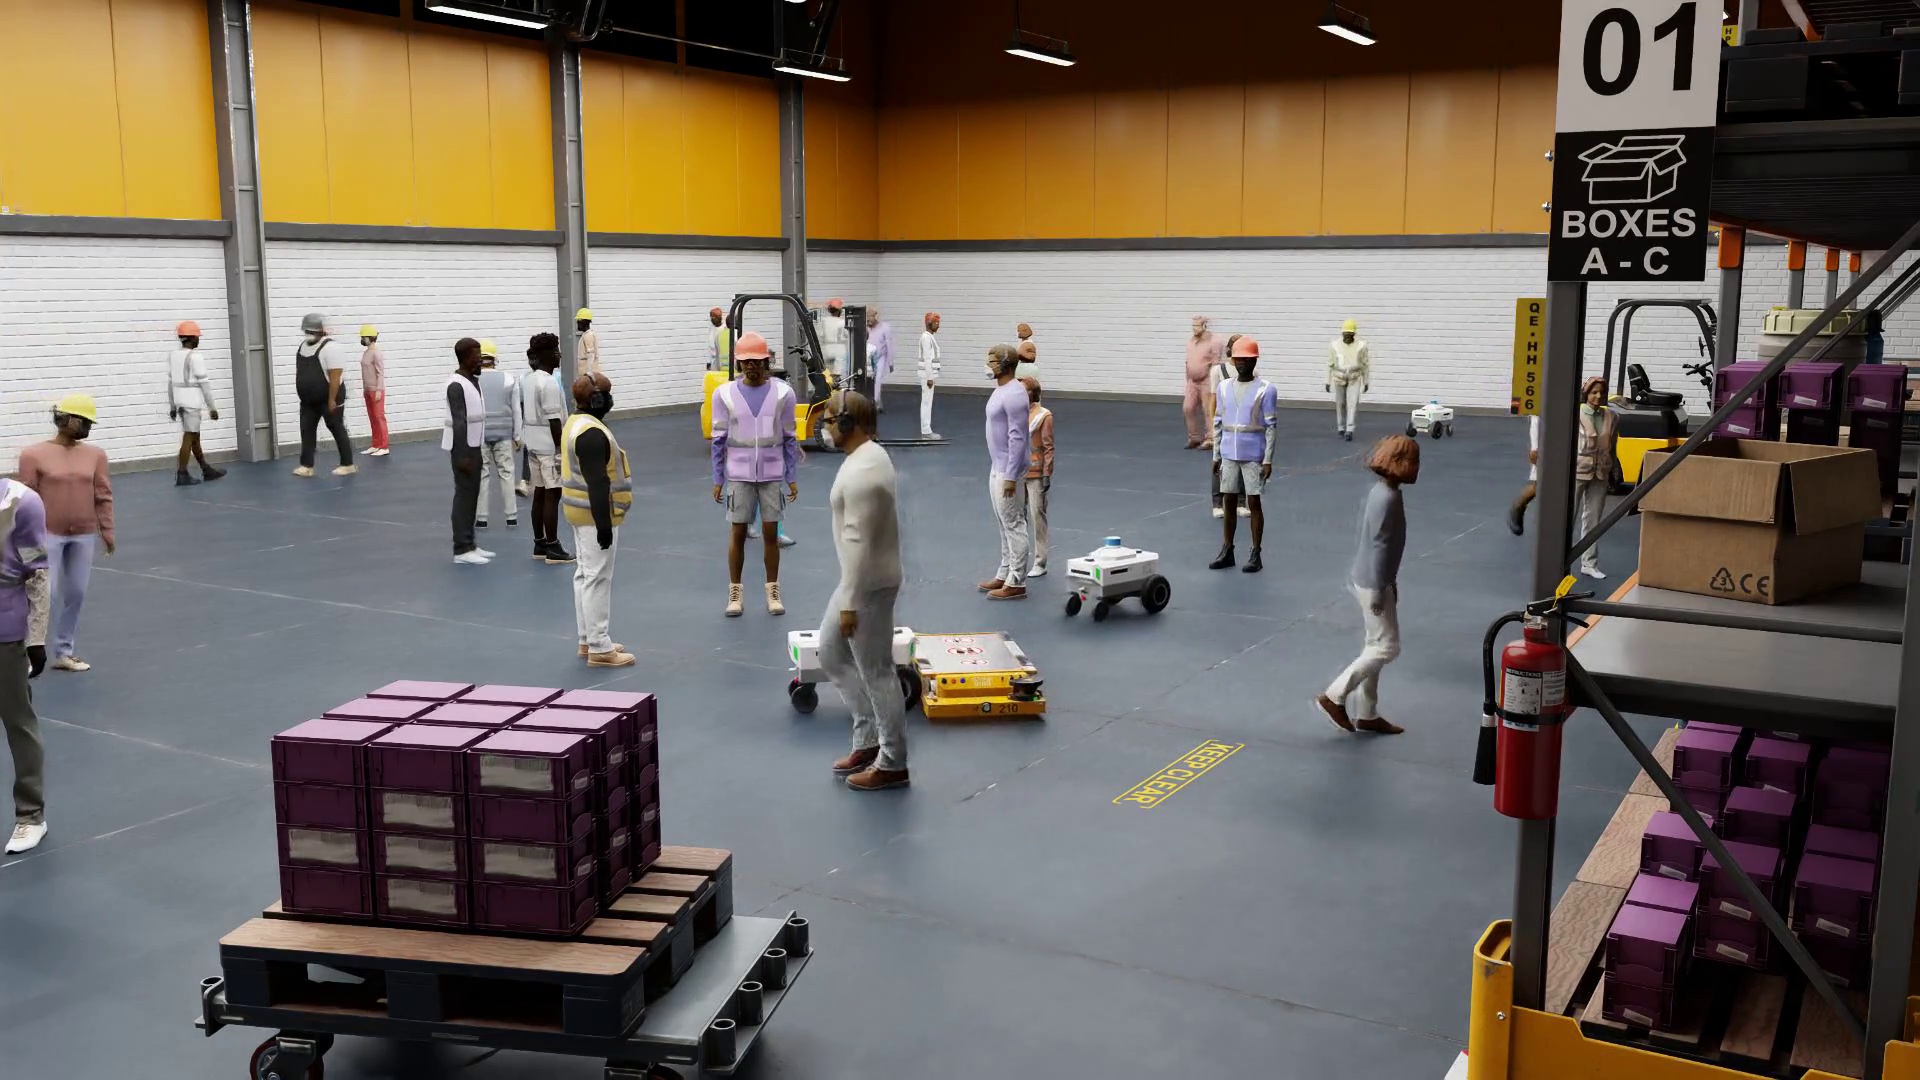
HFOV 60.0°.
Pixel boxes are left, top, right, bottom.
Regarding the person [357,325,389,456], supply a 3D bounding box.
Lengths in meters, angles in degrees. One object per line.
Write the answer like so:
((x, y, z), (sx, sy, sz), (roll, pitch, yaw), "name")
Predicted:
((-7.945, -2.018, 22.471), (0.311, 1.768, 0.532), (-8, 12, -41), "person")

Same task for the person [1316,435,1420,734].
((2.211, 0.245, 8.822), (0.396, 1.612, 0.510), (2, 9, 12), "person")

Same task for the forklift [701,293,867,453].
((-2.458, -2.344, 23.176), (2.313, 2.155, 1.214), (0, 9, -2), "forklift")

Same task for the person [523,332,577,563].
((-3.496, -0.784, 14.147), (0.367, 1.966, 0.607), (-6, 11, -34), "person")

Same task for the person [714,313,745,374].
((-3.519, -2.618, 25.972), (0.632, 1.846, 0.429), (6, 11, 32), "person")

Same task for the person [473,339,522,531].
((-4.504, -1.004, 15.945), (0.598, 1.828, 0.403), (-4, 10, -22), "person")

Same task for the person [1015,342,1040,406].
((0.792, -1.591, 20.221), (0.294, 1.632, 0.501), (-8, 12, -41), "person")

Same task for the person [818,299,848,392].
((-2.178, -3.314, 29.847), (0.632, 1.993, 1.036), (5, 10, 26), "person")

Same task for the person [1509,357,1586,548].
((5.281, -0.876, 14.914), (0.570, 1.910, 0.749), (-2, 9, -15), "person")

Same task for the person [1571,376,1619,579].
((5.037, -0.495, 13.354), (0.514, 1.640, 0.315), (-2, 9, -12), "person")

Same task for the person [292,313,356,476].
((-7.707, -1.763, 20.024), (0.705, 2.000, 0.911), (4, 10, 25), "person")

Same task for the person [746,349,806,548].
((-1.796, -0.851, 15.127), (0.967, 1.795, 0.574), (8, 12, 42), "person")

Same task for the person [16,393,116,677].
((-5.491, -0.029, 10.201), (0.342, 1.717, 0.605), (7, 11, 37), "person")

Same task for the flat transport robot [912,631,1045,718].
((0.051, 0.762, 9.772), (0.652, 0.197, 1.431), (-1, 9, -8), "flat transport robot")

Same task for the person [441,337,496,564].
((-4.204, -0.761, 14.151), (0.372, 1.916, 0.596), (-1, 9, -4), "person")

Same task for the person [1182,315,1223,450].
((3.320, -2.176, 23.085), (0.592, 1.883, 0.675), (-8, 12, -42), "person")

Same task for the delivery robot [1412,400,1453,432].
((7.092, -1.860, 24.959), (0.707, 0.478, 0.477), (-9, 13, -44), "delivery robot")

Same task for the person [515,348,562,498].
((-4.620, -1.282, 18.191), (0.557, 1.649, 0.847), (1, 9, 7), "person")

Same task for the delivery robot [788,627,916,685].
((-0.616, 0.630, 9.419), (0.707, 0.478, 0.477), (-2, 9, -9), "delivery robot")

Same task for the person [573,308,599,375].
((-5.695, -2.566, 25.380), (0.370, 1.927, 0.594), (-2, 9, -13), "person")

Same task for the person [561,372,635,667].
((-2.274, -0.132, 10.455), (0.429, 1.846, 0.633), (-4, 10, -22), "person")

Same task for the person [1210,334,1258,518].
((2.763, -1.141, 16.747), (0.504, 1.847, 0.345), (-2, 9, -14), "person")

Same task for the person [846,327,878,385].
((-1.582, -2.630, 26.770), (0.510, 1.612, 0.763), (-1, 9, -5), "person")

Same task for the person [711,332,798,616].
((-1.463, -0.463, 11.903), (0.615, 2.040, 0.391), (-2, 9, -11), "person")

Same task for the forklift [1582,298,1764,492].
((7.954, -1.589, 18.462), (2.313, 2.155, 1.214), (5, 11, 30), "forklift")

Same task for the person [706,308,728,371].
((-4.148, -3.084, 28.860), (0.543, 1.859, 0.800), (-7, 12, -39), "person")

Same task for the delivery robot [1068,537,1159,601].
((1.104, 0.219, 11.987), (0.707, 0.478, 0.477), (-9, 12, -43), "delivery robot")

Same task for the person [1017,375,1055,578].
((0.543, -0.520, 13.514), (0.524, 1.639, 0.306), (8, 12, 42), "person")

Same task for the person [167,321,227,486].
((-8.948, -1.595, 19.448), (0.565, 1.932, 0.663), (6, 11, 32), "person")

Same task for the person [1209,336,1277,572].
((2.329, -0.705, 13.725), (0.551, 1.941, 0.340), (6, 11, 34), "person")

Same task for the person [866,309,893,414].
((-1.525, -3.074, 28.811), (0.658, 1.843, 1.008), (4, 10, 22), "person")

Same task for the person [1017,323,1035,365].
((1.076, -2.783, 27.658), (0.285, 1.631, 0.502), (-4, 10, -23), "person")

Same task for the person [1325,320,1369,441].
((5.710, -2.360, 24.574), (0.616, 1.772, 0.943), (2, 9, 15), "person")

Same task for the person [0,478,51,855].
((-4.144, 0.381, 7.028), (0.585, 1.917, 0.382), (0, 9, 3), "person")

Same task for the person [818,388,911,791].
((-0.466, 0.243, 7.896), (0.535, 1.911, 0.753), (0, 9, 0), "person")

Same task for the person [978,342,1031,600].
((0.350, -0.516, 12.557), (0.372, 1.941, 0.627), (-1, 9, -8), "person")

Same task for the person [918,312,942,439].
((-0.450, -2.416, 24.582), (0.353, 1.887, 0.573), (0, 9, -1), "person")
